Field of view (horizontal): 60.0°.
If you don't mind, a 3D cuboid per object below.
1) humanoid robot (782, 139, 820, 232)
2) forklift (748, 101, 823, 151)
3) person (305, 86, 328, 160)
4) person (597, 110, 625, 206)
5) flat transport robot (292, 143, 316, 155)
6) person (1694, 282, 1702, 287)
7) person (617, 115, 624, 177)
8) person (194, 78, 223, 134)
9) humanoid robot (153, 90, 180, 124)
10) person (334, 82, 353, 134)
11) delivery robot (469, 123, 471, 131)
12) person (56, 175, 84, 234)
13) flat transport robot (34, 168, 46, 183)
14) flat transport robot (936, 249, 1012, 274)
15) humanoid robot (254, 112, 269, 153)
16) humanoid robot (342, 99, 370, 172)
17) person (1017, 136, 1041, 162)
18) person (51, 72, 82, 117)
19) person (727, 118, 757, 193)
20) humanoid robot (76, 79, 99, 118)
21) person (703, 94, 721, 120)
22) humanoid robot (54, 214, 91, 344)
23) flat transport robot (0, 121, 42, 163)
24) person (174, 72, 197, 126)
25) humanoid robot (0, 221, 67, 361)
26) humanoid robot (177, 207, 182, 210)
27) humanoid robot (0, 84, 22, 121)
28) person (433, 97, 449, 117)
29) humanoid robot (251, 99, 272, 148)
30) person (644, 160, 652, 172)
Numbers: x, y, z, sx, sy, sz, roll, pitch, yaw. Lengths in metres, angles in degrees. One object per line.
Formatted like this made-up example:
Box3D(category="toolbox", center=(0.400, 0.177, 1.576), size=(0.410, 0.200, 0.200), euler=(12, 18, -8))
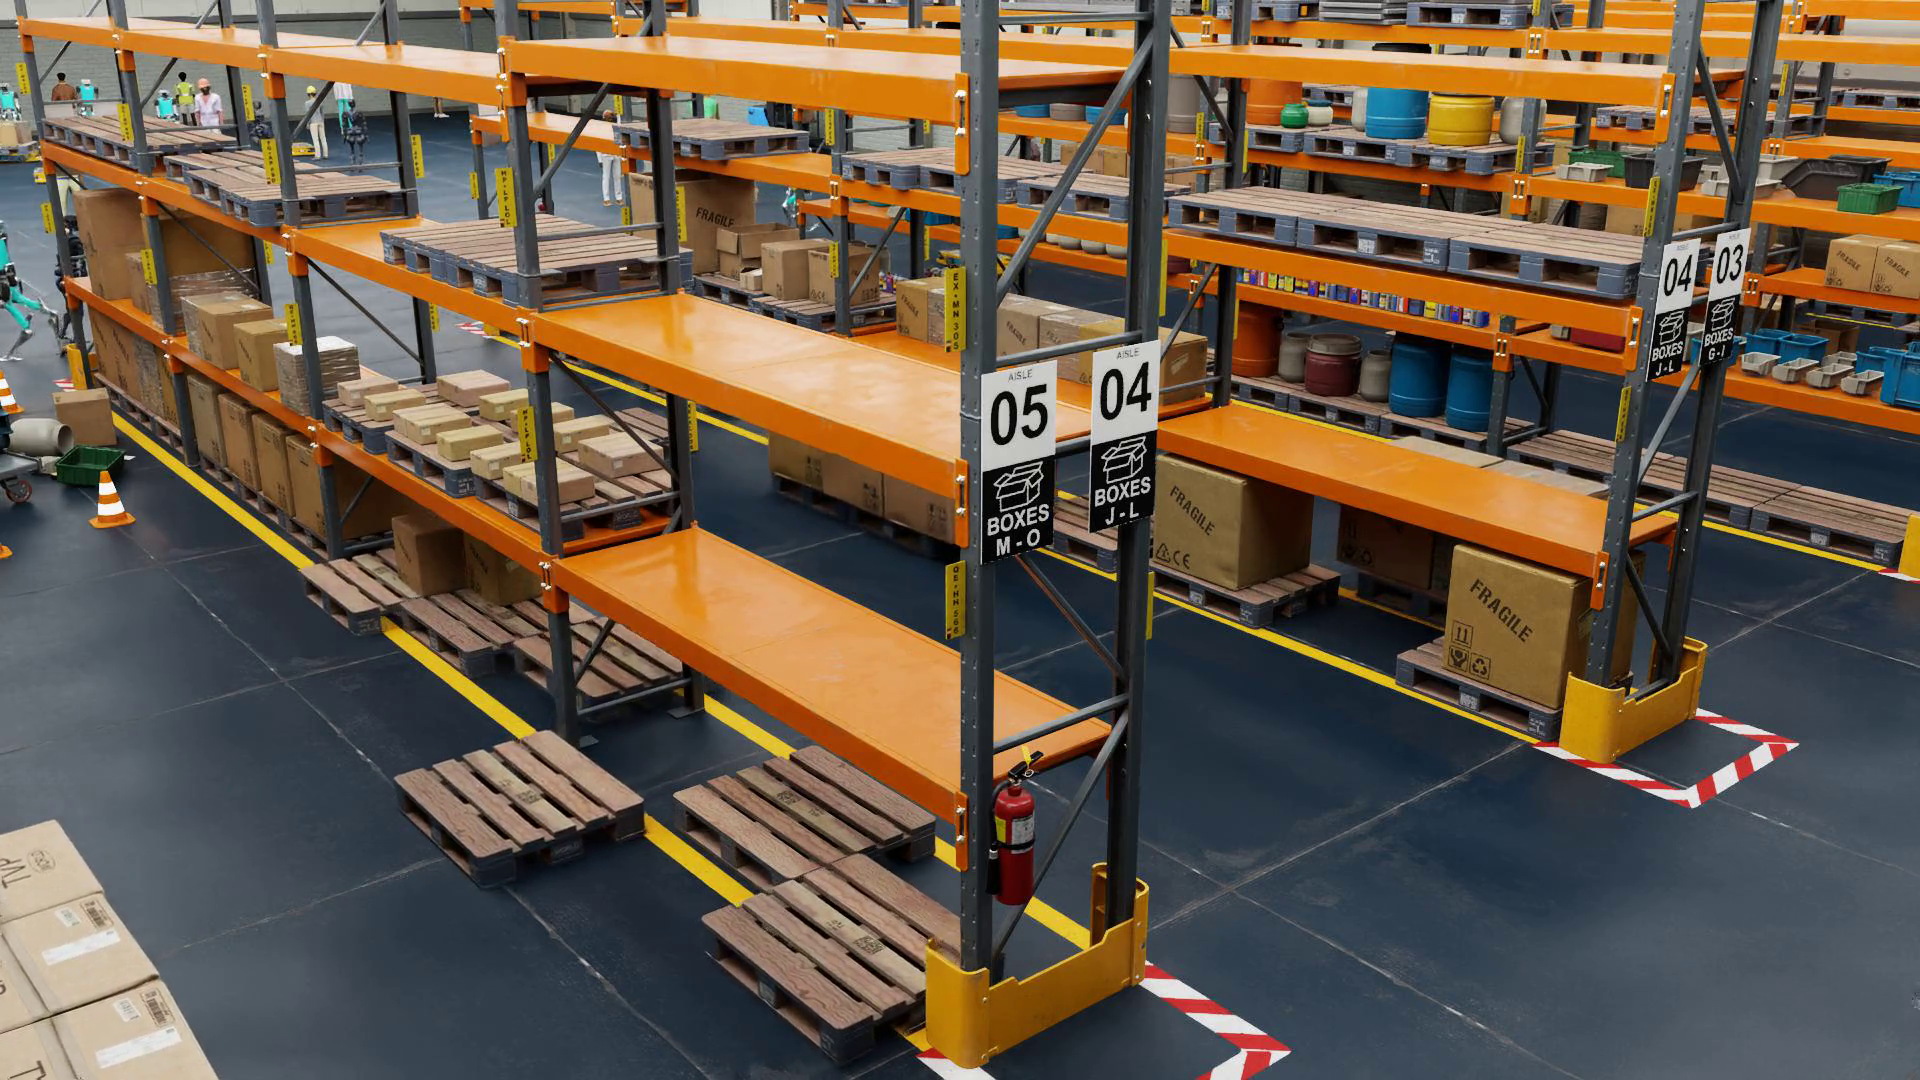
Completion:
Box3D(category="humanoid robot", center=(-2.935, -6.257, 29.563), size=(1.036, 1.739, 0.553), euler=(-15, 24, -37))
Box3D(category="forklift", center=(-4.526, -11.368, 42.374), size=(1.129, 2.768, 1.873), euler=(-15, 24, -37))
Box3D(category="person", center=(-15.752, -10.181, 40.653), size=(0.307, 1.768, 0.524), euler=(10, 22, 27))
Box3D(category="person", center=(-6.971, -7.626, 33.226), size=(0.565, 1.878, 0.353), euler=(-14, 24, -34))
Box3D(category="flat transport robot", center=(-16.746, -9.876, 42.043), size=(0.659, 0.231, 1.431), euler=(-10, 22, -27))
Box3D(category="person", center=(10.200, -3.790, 22.579), size=(0.563, 1.675, 0.512), euler=(-17, 26, -40))
Box3D(category="person", center=(-7.572, -9.167, 37.589), size=(0.385, 1.889, 0.566), euler=(4, 20, 11))
Box3D(category="person", center=(-17.786, -9.893, 39.426), size=(0.611, 2.043, 0.389), euler=(-1, 19, -4))
Box3D(category="humanoid robot", center=(-18.757, -9.804, 39.711), size=(1.012, 1.786, 0.531), euler=(16, 25, 38))
Box3D(category="person", center=(-17.282, -12.367, 46.651), size=(0.490, 1.917, 0.381), euler=(-1, 19, -4))
Box3D(category="delivery robot", center=(-13.603, -11.834, 47.214), size=(0.499, 0.614, 0.815), euler=(-12, 23, -31))
Box3D(category="person", center=(-16.081, -6.477, 29.926), size=(0.521, 1.893, 0.400), euler=(-13, 23, -32))
Box3D(category="flat transport robot", center=(-20.270, -8.140, 37.102), size=(0.659, 0.231, 1.431), euler=(-10, 21, -25))
Box3D(category="flat transport robot", center=(0.280, -4.468, 26.651), size=(0.659, 0.231, 1.431), euler=(-13, 23, -33))
Box3D(category="humanoid robot", center=(-14.677, -8.262, 35.336), size=(0.527, 1.635, 0.610), euler=(-3, 20, -8))
Box3D(category="humanoid robot", center=(-13.995, -9.380, 38.523), size=(0.589, 1.638, 0.613), euler=(-3, 20, -9))
Box3D(category="person", center=(1.272, -6.641, 30.588), size=(0.538, 1.758, 0.413), euler=(-10, 22, -27))
Box3D(category="person", center=(-23.743, -11.474, 44.197), size=(0.790, 1.856, 0.403), euler=(-10, 22, -27))
Box3D(category="person", center=(-4.476, -7.589, 33.327), size=(0.649, 1.724, 0.487), euler=(1, 19, 2))
Box3D(category="humanoid robot", center=(-22.782, -11.181, 43.529), size=(0.596, 1.727, 0.983), euler=(-10, 22, -26))
Box3D(category="person", center=(-5.849, -9.649, 38.848), size=(0.564, 1.958, 0.482), euler=(0, 19, 0))
Box3D(category="humanoid robot", center=(-11.438, -3.354, 21.358), size=(0.612, 1.633, 0.433), euler=(11, 22, 29))
Box3D(category="flat transport robot", center=(-23.095, -9.320, 40.461), size=(1.431, 0.231, 0.659), euler=(-5, 20, -14))
Box3D(category="person", center=(-21.716, -12.267, 46.691), size=(0.540, 1.696, 0.316), euler=(-11, 22, -29))
Box3D(category="humanoid robot", center=(-11.442, -3.053, 20.453), size=(0.967, 1.774, 0.533), euler=(-1, 19, -3))
Box3D(category="humanoid robot", center=(-11.584, -4.587, 24.881), size=(0.601, 1.645, 0.602), euler=(9, 21, 24))
Box3D(category="humanoid robot", center=(-23.711, -10.436, 41.493), size=(0.530, 1.781, 1.000), euler=(-8, 21, -22))
Box3D(category="person", center=(-16.202, -14.059, 51.525), size=(0.512, 1.874, 0.380), euler=(16, 25, 38))
Box3D(category="humanoid robot", center=(-16.234, -9.339, 38.404), size=(0.578, 1.634, 0.593), euler=(2, 19, 5))
Box3D(category="person", center=(-5.185, -5.969, 28.388), size=(0.372, 1.958, 0.596), euler=(1, 19, 4))
